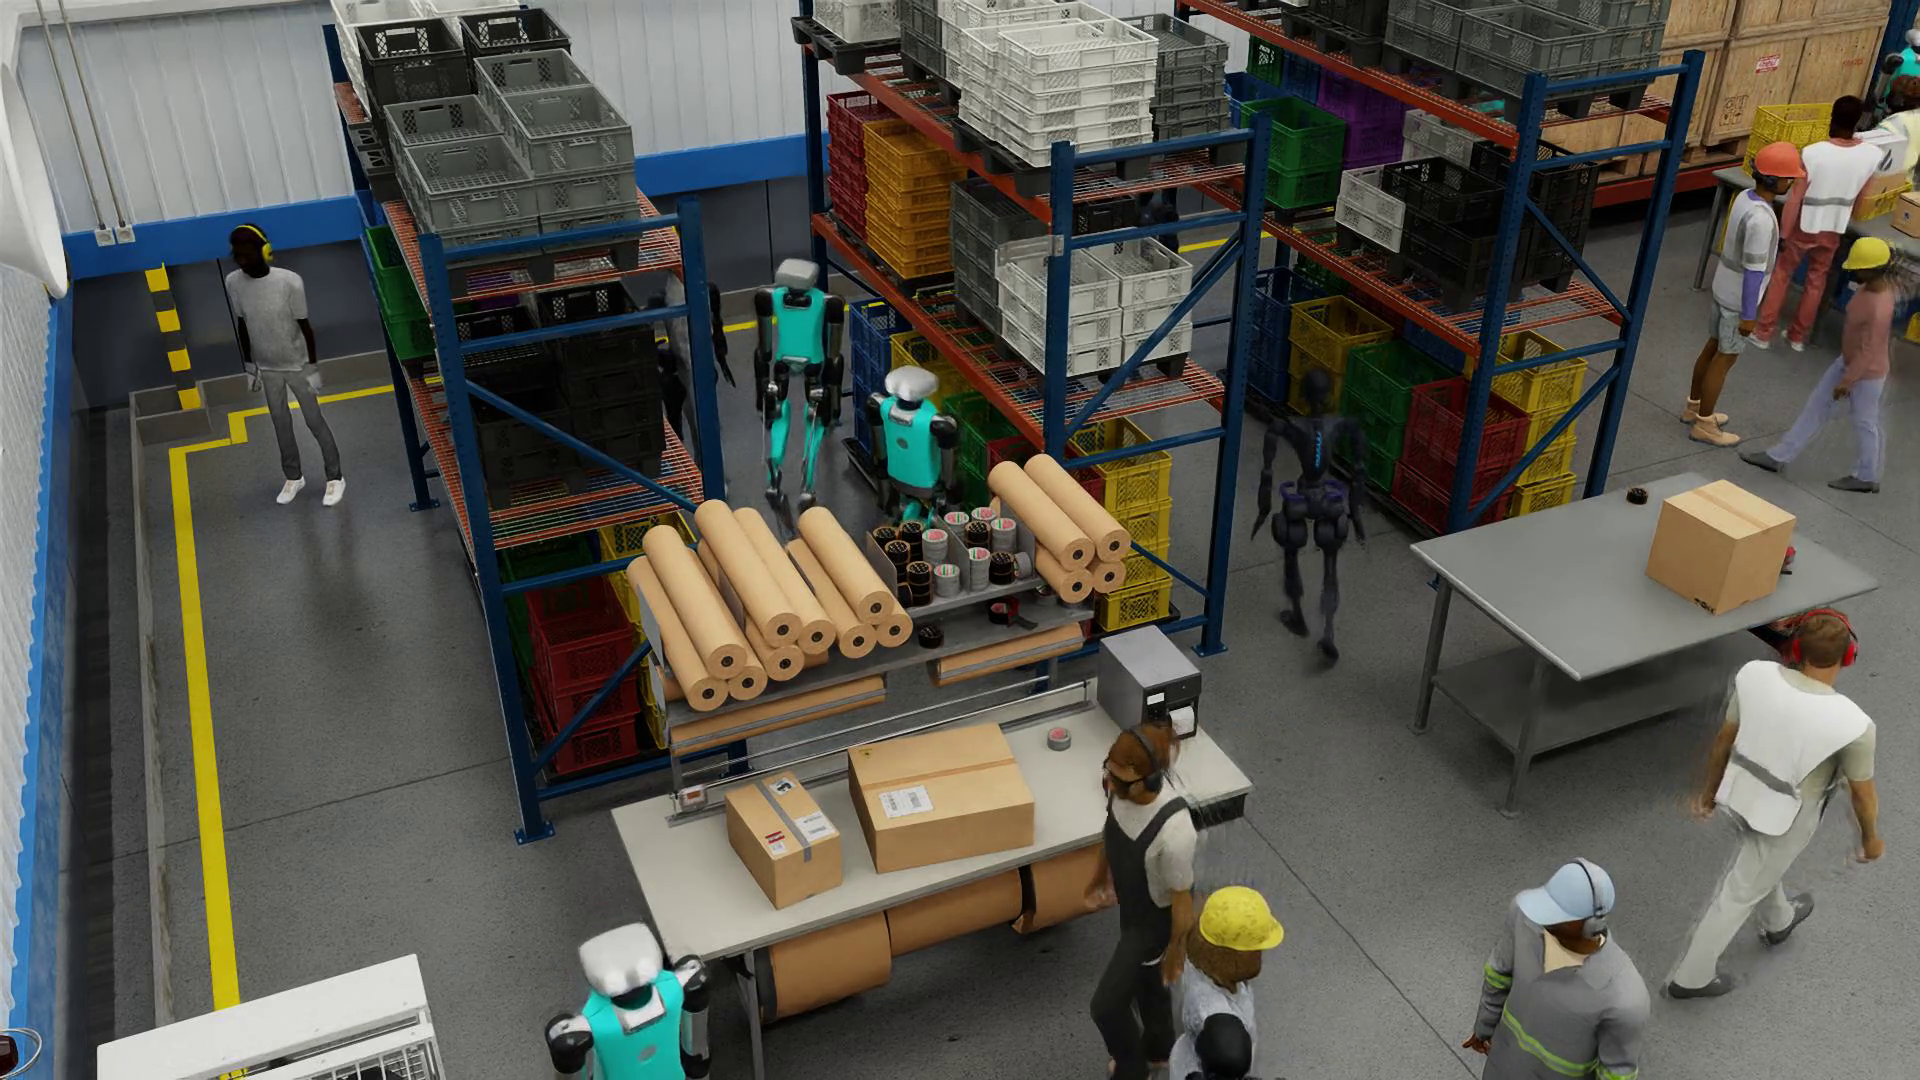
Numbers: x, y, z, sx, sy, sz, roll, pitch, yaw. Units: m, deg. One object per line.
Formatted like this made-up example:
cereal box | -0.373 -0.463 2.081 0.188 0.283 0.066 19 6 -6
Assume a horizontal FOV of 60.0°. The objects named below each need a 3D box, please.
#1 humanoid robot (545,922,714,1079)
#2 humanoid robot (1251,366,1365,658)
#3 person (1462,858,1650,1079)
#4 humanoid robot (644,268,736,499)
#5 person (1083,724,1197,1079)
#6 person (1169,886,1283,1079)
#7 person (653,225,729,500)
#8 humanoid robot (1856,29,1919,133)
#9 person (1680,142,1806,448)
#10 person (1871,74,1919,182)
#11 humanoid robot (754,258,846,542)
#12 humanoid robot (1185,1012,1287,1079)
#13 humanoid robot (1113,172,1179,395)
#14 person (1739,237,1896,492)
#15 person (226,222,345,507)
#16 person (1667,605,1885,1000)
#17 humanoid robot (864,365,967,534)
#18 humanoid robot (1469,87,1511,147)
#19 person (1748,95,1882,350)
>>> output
humanoid robot | -1.146 1.875 5.554 0.537 1.800 0.811 -21 37 -30
humanoid robot | 1.887 -0.110 8.831 0.609 1.638 0.553 -1 32 -1
person | 1.919 1.783 5.565 0.385 1.850 0.598 -14 34 -22
humanoid robot | -1.692 -1.061 10.352 0.615 1.645 0.330 -22 38 -31
person | 0.625 1.403 6.206 0.590 1.823 0.512 -7 32 -12
person | 0.851 1.830 5.590 0.318 1.742 0.487 2 32 3
person | -1.663 -1.083 10.207 0.309 1.864 0.530 -15 35 -23
humanoid robot | 7.995 -3.660 14.502 0.533 1.722 1.017 -1 32 -2
person | 5.118 -1.604 10.885 0.367 2.044 0.607 5 32 9
person | 7.138 -2.681 12.856 0.630 1.811 0.855 -22 38 -32
humanoid robot | -0.963 -0.692 9.722 0.551 1.825 0.684 4 32 6
humanoid robot | 0.765 2.089 5.227 0.593 1.653 0.330 -4 32 -7
humanoid robot | 1.254 -1.810 11.577 0.589 1.641 0.456 -6 32 -10
person | 5.478 -1.078 10.337 0.870 1.710 0.549 5 32 9
person | -4.146 -1.061 10.180 0.501 1.861 0.314 3 32 5
person | 3.395 1.081 6.756 0.951 1.785 0.620 -13 34 -21
humanoid robot | -0.112 -0.223 8.934 0.598 1.772 0.862 18 36 27
humanoid robot | 4.499 -3.130 13.673 0.797 1.798 0.531 -22 38 -32
person | 6.234 -2.277 12.106 0.608 1.914 0.452 1 32 1
